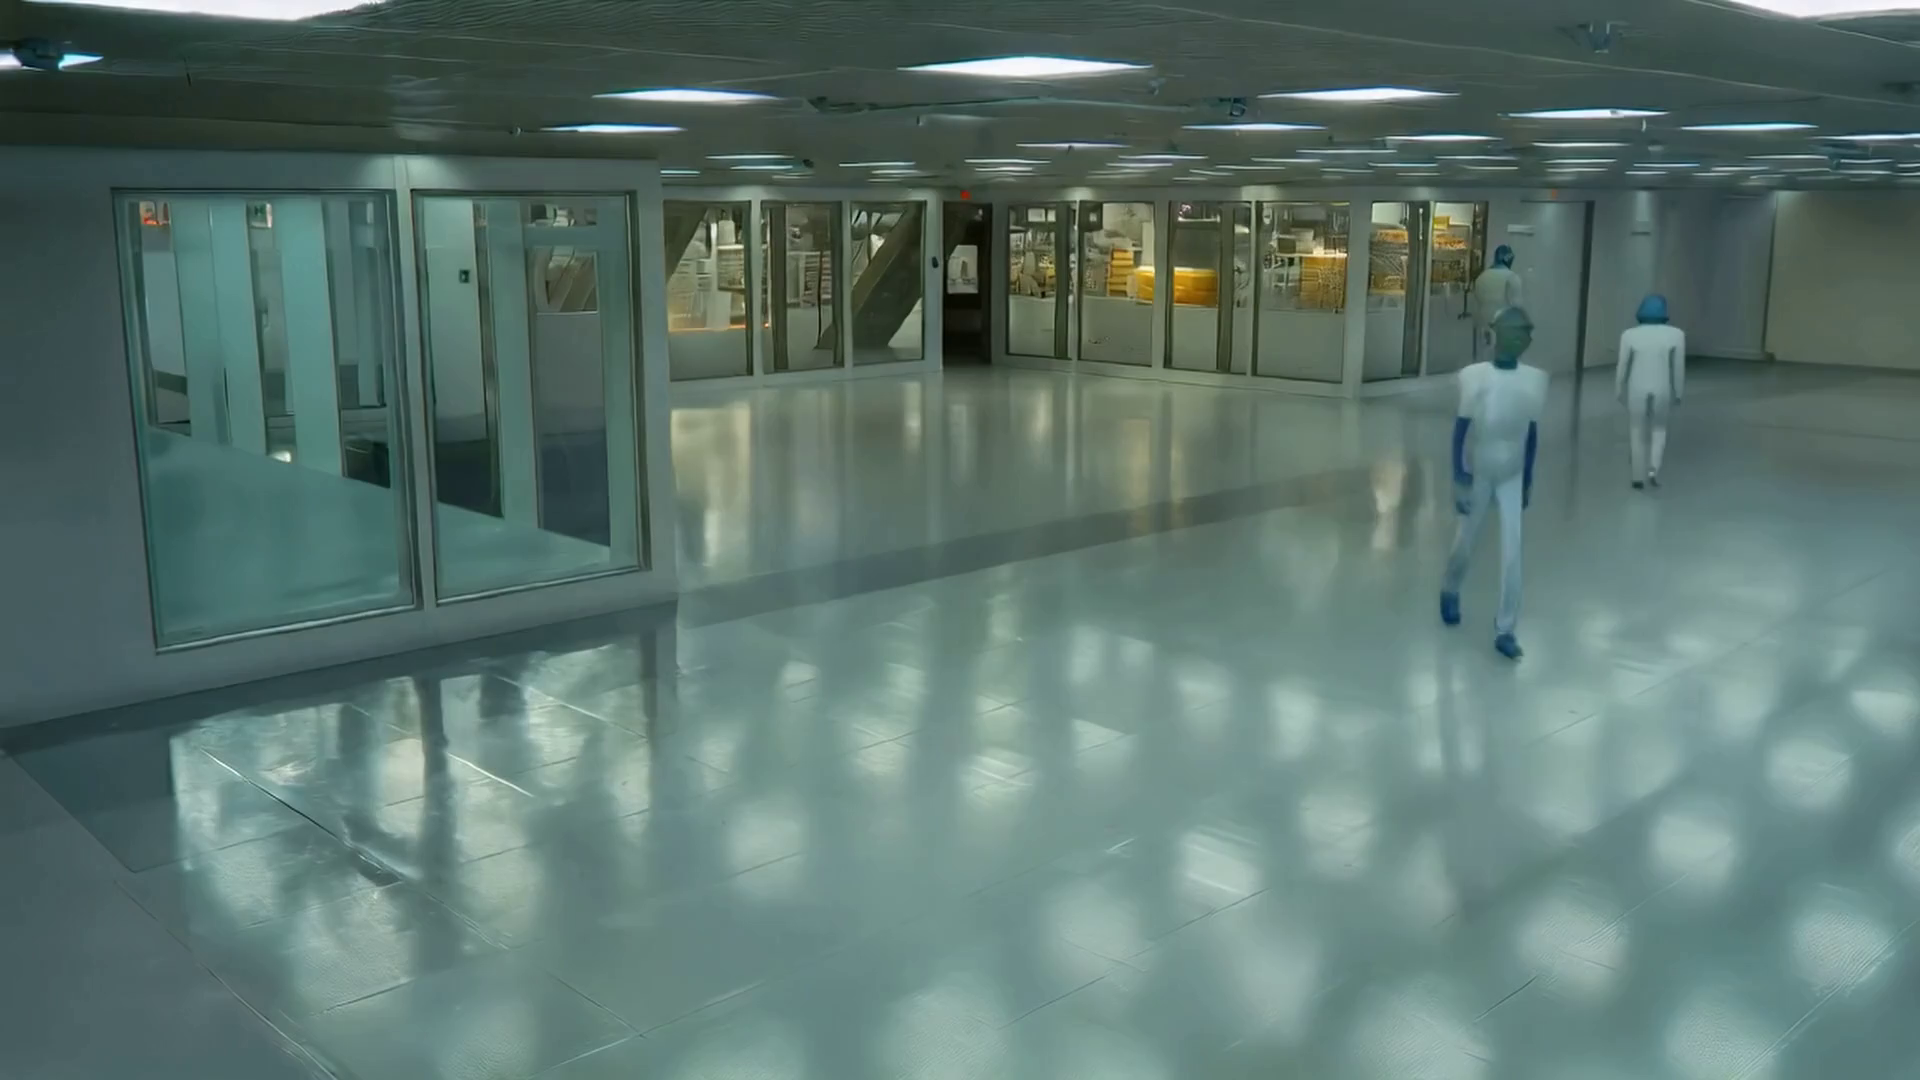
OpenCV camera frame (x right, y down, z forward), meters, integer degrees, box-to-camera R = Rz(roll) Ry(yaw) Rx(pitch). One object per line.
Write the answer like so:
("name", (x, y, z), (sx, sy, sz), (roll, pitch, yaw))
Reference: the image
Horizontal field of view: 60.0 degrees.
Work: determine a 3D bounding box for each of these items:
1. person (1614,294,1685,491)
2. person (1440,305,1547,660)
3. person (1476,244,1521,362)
("person", (5.702, -1.222, 13.792), (0.532, 1.615, 0.452), (3, 12, 13))
("person", (2.847, -0.350, 8.931), (0.513, 1.836, 0.955), (0, 11, 2))
("person", (6.304, -2.483, 19.404), (0.409, 1.908, 0.647), (-5, 12, -24))
